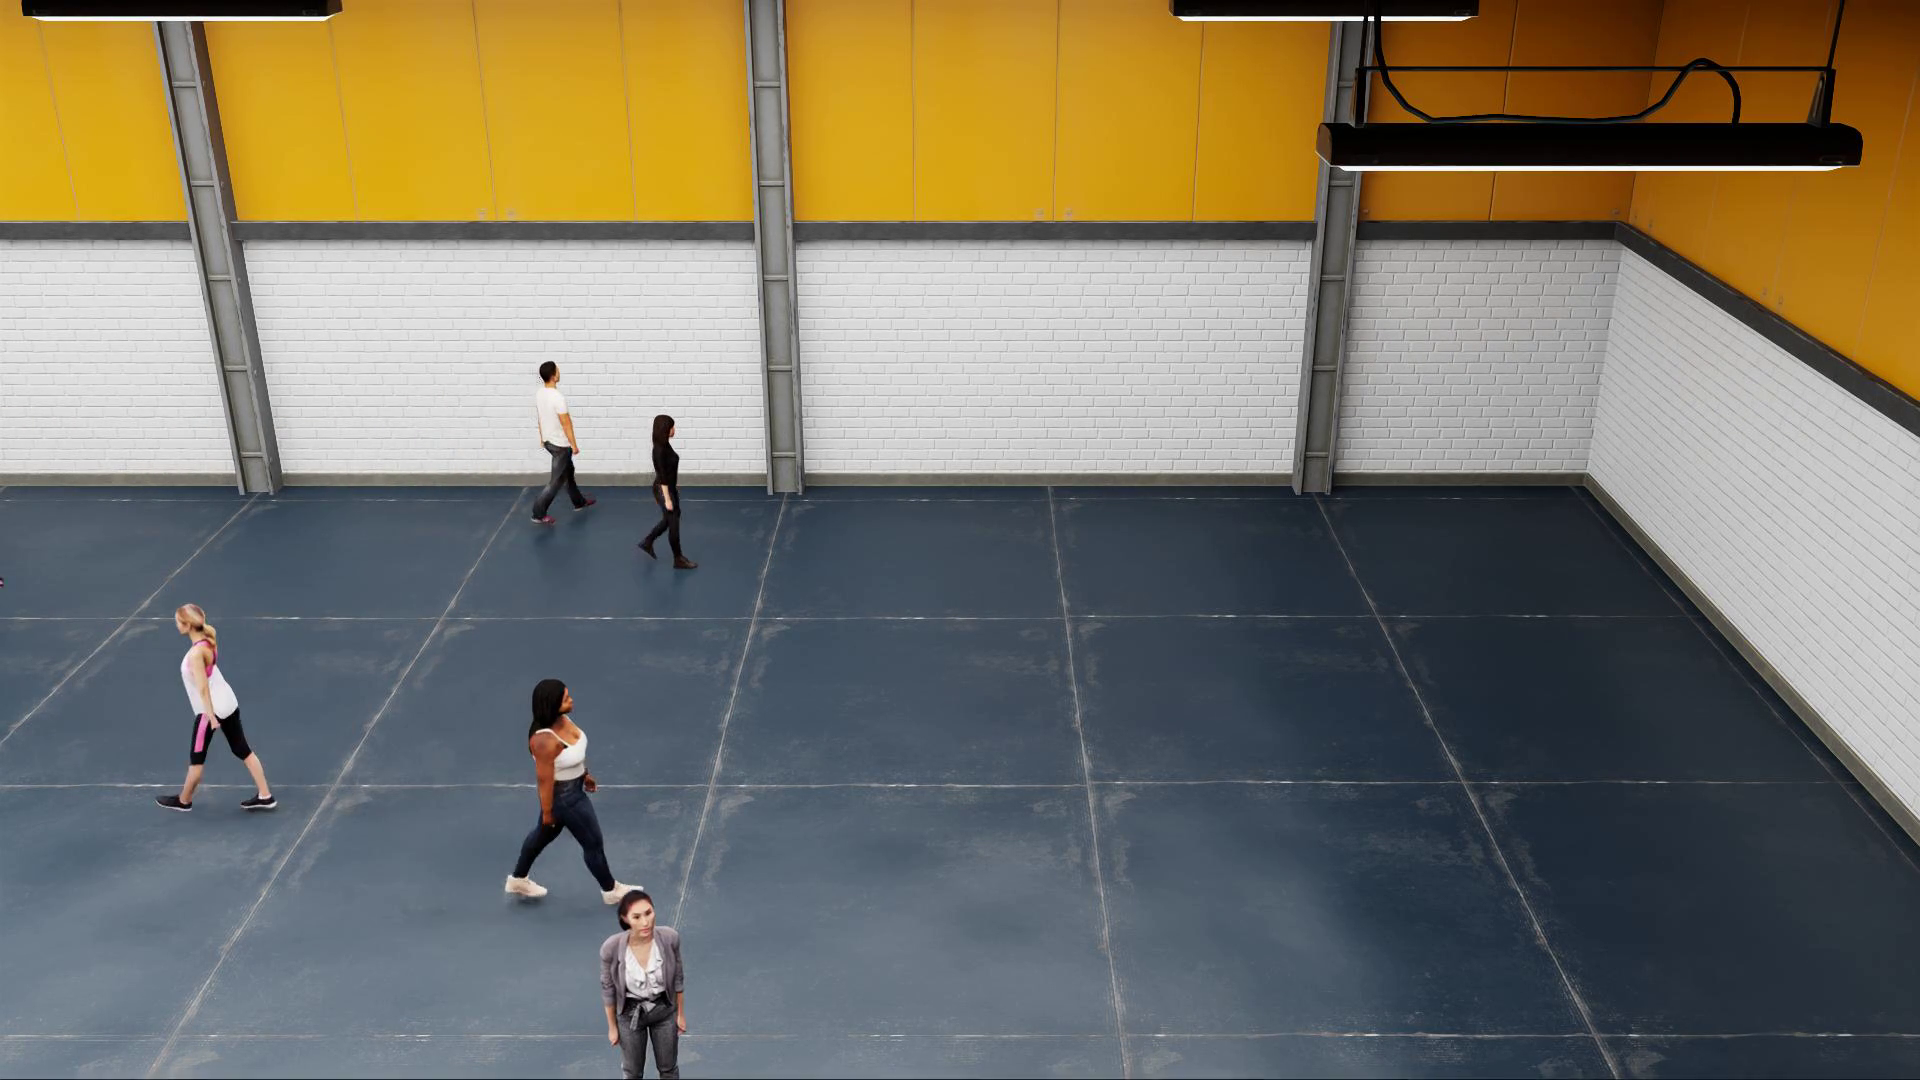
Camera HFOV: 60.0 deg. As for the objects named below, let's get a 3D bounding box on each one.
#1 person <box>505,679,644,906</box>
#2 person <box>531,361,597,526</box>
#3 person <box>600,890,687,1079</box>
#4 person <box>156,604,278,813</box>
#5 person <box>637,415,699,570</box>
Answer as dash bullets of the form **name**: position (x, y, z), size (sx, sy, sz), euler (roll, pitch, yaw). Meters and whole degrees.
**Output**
- **person**: position (-2.840, 1.767, 11.443), size (1.222, 1.767, 0.735), euler (-2, 24, -6)
- **person**: position (-4.371, -1.003, 17.780), size (1.188, 1.767, 1.113), euler (-20, 31, -38)
- **person**: position (-1.776, 2.699, 9.422), size (0.633, 1.678, 0.752), euler (-8, 25, -17)
- **person**: position (-5.516, 1.294, 12.554), size (1.070, 1.745, 0.613), euler (0, 24, 0)
- **person**: position (-3.013, -0.482, 16.756), size (0.826, 1.632, 0.570), euler (0, 24, -1)
